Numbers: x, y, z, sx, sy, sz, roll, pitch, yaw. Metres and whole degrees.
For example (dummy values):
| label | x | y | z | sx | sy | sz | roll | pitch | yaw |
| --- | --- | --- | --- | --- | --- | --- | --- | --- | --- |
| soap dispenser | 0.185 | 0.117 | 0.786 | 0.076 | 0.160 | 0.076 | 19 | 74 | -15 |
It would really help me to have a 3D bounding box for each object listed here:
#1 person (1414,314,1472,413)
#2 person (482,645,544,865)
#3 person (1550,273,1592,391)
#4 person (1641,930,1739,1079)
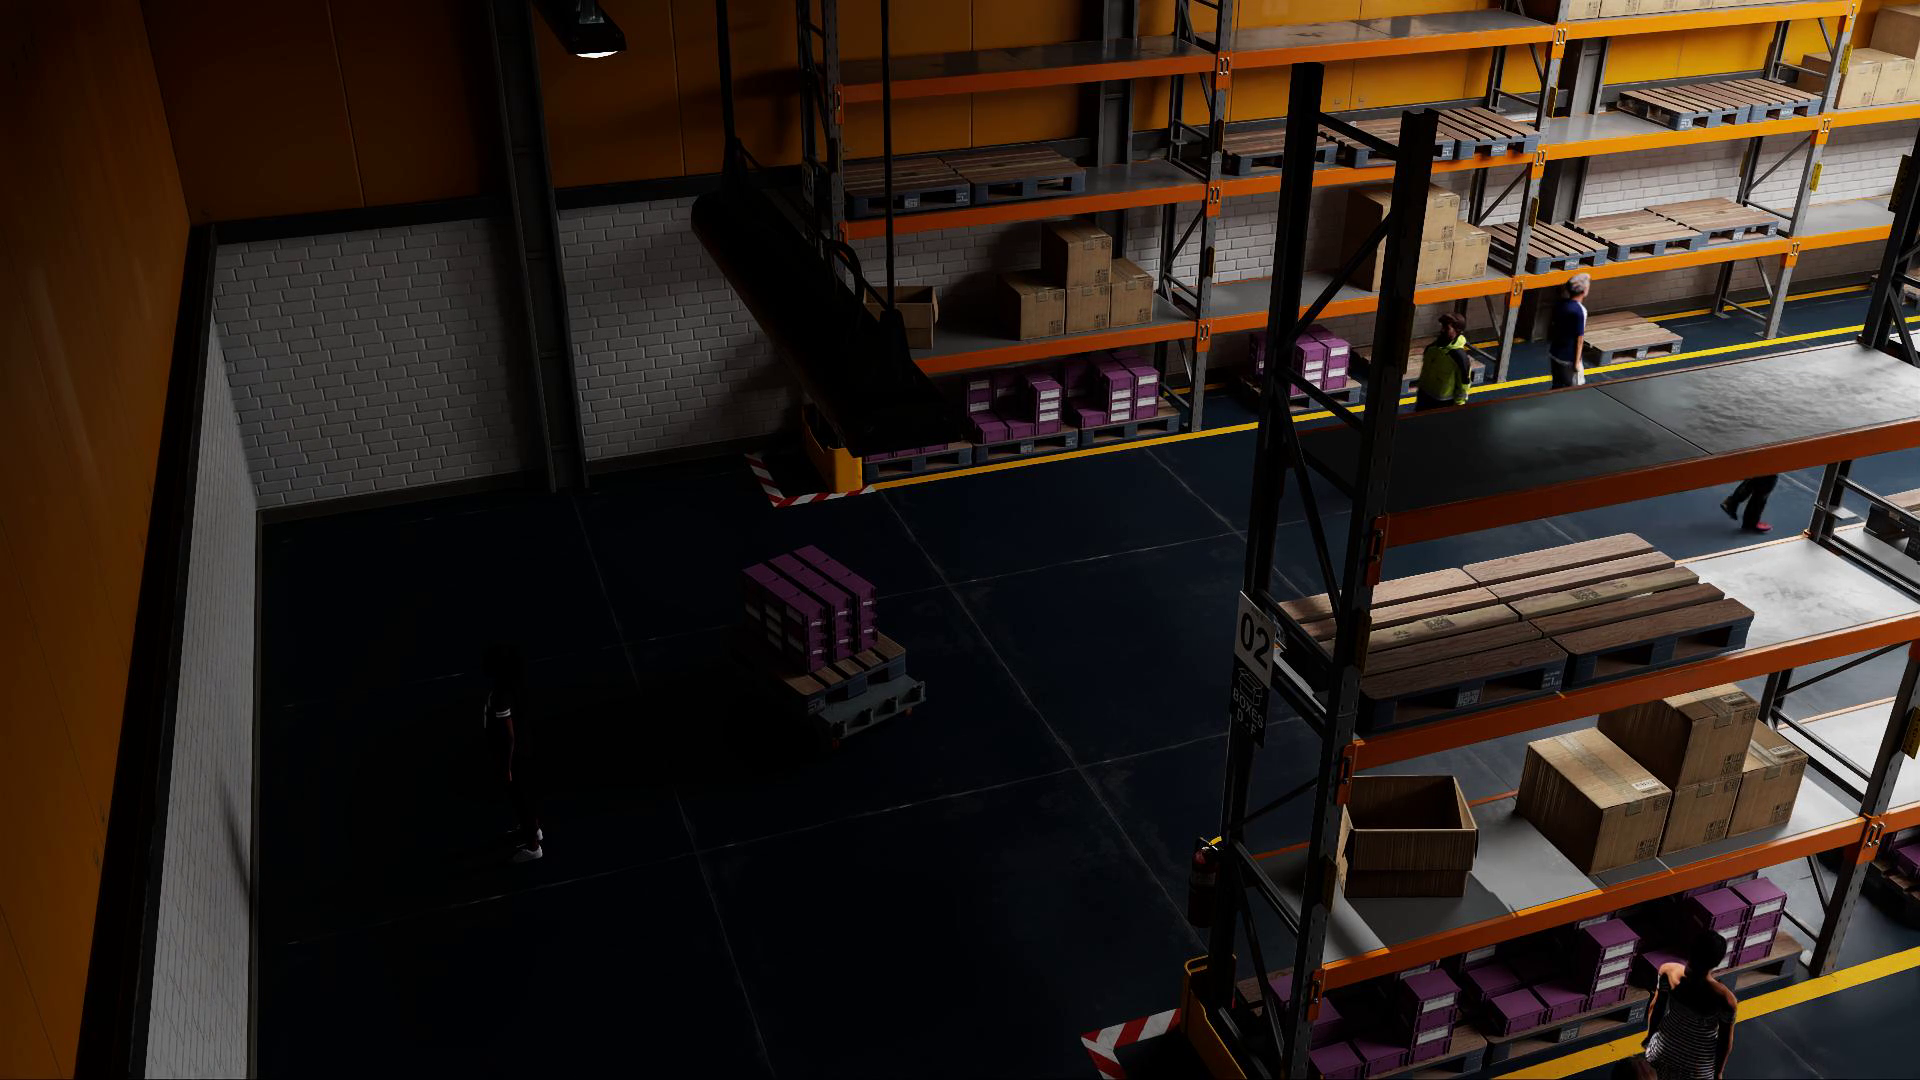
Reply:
| label | x | y | z | sx | sy | sz | roll | pitch | yaw |
| --- | --- | --- | --- | --- | --- | --- | --- | --- | --- |
| person | 4.779 | -1.326 | 16.505 | 0.664 | 1.983 | 0.788 | -13 | 31 | -22 |
| person | -3.135 | 1.475 | 11.636 | 0.639 | 1.729 | 0.659 | -4 | 29 | -7 |
| person | 6.444 | -1.971 | 17.854 | 0.770 | 1.824 | 0.668 | -8 | 30 | -14 |
| person | 3.903 | 2.842 | 9.032 | 0.676 | 1.822 | 0.672 | 26 | 38 | 38 |
